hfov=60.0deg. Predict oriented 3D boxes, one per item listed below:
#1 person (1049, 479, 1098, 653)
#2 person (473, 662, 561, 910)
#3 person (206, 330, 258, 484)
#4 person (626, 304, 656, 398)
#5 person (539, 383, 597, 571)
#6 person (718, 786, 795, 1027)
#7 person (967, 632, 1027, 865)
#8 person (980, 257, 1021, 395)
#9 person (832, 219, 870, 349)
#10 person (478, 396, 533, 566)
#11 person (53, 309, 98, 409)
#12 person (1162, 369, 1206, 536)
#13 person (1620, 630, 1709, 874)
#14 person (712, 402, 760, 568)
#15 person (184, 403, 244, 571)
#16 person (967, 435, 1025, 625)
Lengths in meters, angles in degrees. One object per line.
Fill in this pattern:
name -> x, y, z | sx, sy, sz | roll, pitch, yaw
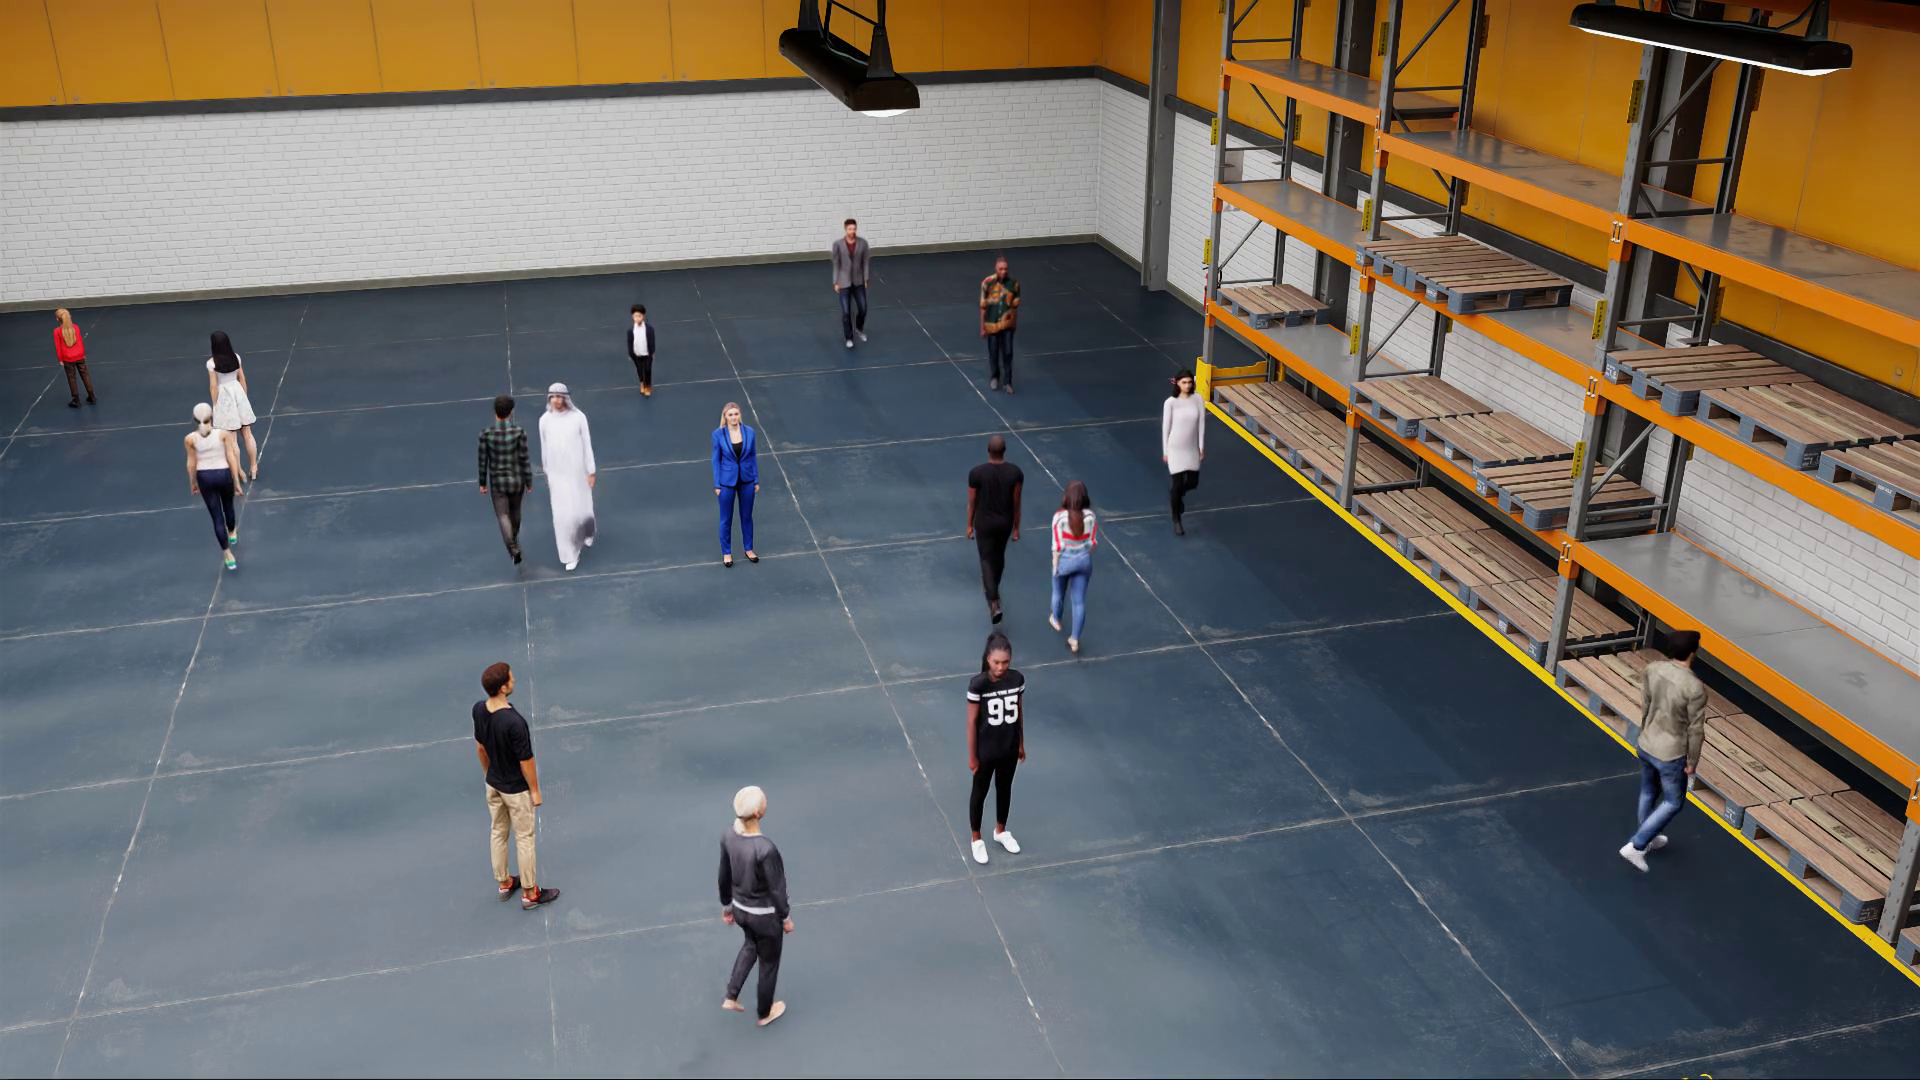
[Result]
person -> 1.045, 0.254, 15.032 | 0.637, 1.585, 0.901 | -4, 24, -10
person -> -3.101, 1.678, 11.436 | 0.701, 1.857, 0.771 | 14, 27, 29
person -> -8.251, -1.511, 18.841 | 0.816, 1.770, 0.774 | 18, 29, 35
person -> -4.179, -2.509, 21.824 | 0.553, 1.208, 0.734 | -3, 24, -7
person -> -3.925, -0.689, 16.784 | 0.792, 1.911, 0.974 | -1, 24, -3
person -> -1.295, 2.291, 10.210 | 0.762, 1.715, 0.827 | 17, 29, 34
person -> 0.253, 1.488, 12.022 | 0.657, 1.737, 0.629 | -11, 26, -24
person -> 0.496, -2.864, 21.916 | 0.780, 1.784, 0.913 | -1, 24, -2
person -> -1.569, -3.669, 23.666 | 0.708, 1.857, 0.710 | -4, 24, -10
person -> -4.534, -0.564, 16.618 | 0.742, 1.675, 1.032 | -9, 25, -20
person -> -11.394, -2.347, 21.362 | 0.612, 1.280, 0.568 | 18, 29, 35
person -> 2.341, -0.964, 17.559 | 0.642, 1.793, 0.857 | -5, 24, -10
person -> 4.975, 1.496, 11.850 | 0.874, 1.858, 0.878 | -11, 26, -24
person -> -2.265, -0.581, 16.799 | 0.639, 1.700, 0.571 | -9, 25, -20
person -> -7.465, -0.507, 16.689 | 0.774, 1.652, 1.199 | -11, 26, -23
person -> 0.322, -0.080, 15.543 | 0.760, 1.789, 1.167 | -3, 24, -7
